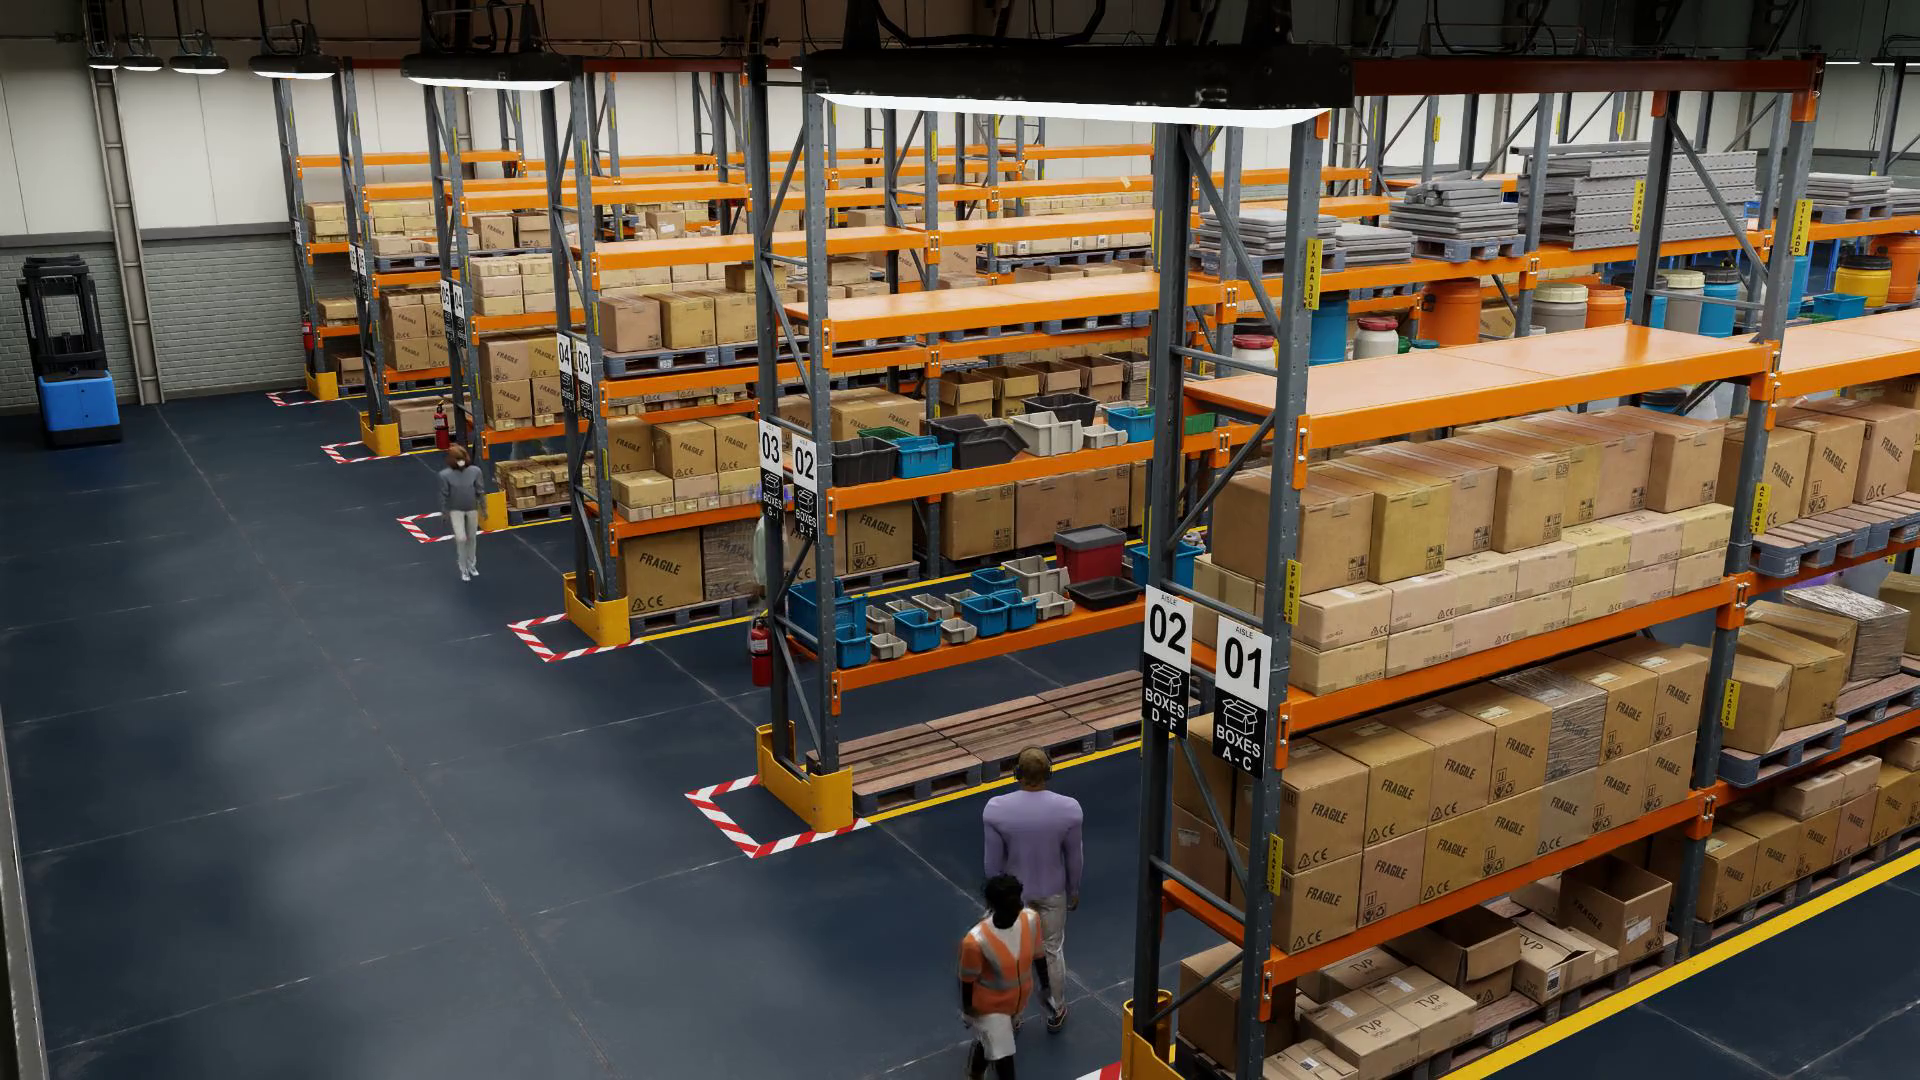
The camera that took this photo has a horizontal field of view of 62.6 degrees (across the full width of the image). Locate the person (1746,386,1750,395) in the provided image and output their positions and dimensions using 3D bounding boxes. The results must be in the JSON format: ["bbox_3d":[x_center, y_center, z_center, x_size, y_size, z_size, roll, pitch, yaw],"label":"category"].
[{"bbox_3d":[14.568,-3.639,28.997,0.678,1.967,0.638,-16,23,-42],"label":"person"}]

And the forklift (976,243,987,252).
[{"bbox_3d":[0.988,-5.474,34.718,1.214,2.155,2.313,-10,20,-31],"label":"forklift"}]

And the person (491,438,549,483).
[{"bbox_3d":[-6.307,-1.667,22.684,0.957,1.877,0.616,-14,22,-39],"label":"person"}]

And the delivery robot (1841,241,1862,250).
[{"bbox_3d":[27.695,-9.169,48.996,0.335,0.223,0.698,-4,17,-13],"label":"delivery robot"}]

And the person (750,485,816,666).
[{"bbox_3d":[-1.771,0.349,16.034,0.915,1.906,0.633,1,17,2],"label":"person"}]

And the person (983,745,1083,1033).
[{"bbox_3d":[0.457,2.196,9.936,0.629,1.937,0.373,0,17,1],"label":"person"}]

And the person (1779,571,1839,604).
[{"bbox_3d":[7.829,0.785,14.787,0.950,1.792,0.594,-9,19,-26],"label":"person"}]

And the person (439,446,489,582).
[{"bbox_3d":[-5.840,-0.309,18.687,0.524,1.612,0.625,-10,20,-30],"label":"person"}]

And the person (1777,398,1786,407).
[{"bbox_3d":[11.191,-1.524,22.095,0.858,1.966,0.631,-3,17,-8],"label":"person"}]

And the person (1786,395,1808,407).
[{"bbox_3d":[11.947,-1.559,22.746,0.310,1.640,0.514,-3,17,-11],"label":"person"}]

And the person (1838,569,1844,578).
[{"bbox_3d":[9.118,0.177,16.746,0.403,1.822,0.589,-11,20,-33],"label":"person"}]

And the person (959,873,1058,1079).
[{"bbox_3d":[0.288,2.644,8.962,0.537,1.636,0.904,-14,22,-39],"label":"person"}]

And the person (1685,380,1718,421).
[{"bbox_3d":[12.153,-2.547,25.729,0.956,1.794,0.635,4,17,13],"label":"person"}]

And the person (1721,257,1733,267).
[{"bbox_3d":[16.614,-5.221,34.376,0.521,1.865,0.336,8,19,25],"label":"person"}]

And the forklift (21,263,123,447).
[{"bbox_3d":[-14.518,-3.079,25.708,1.129,2.768,1.873,-10,20,-31],"label":"forklift"}]
